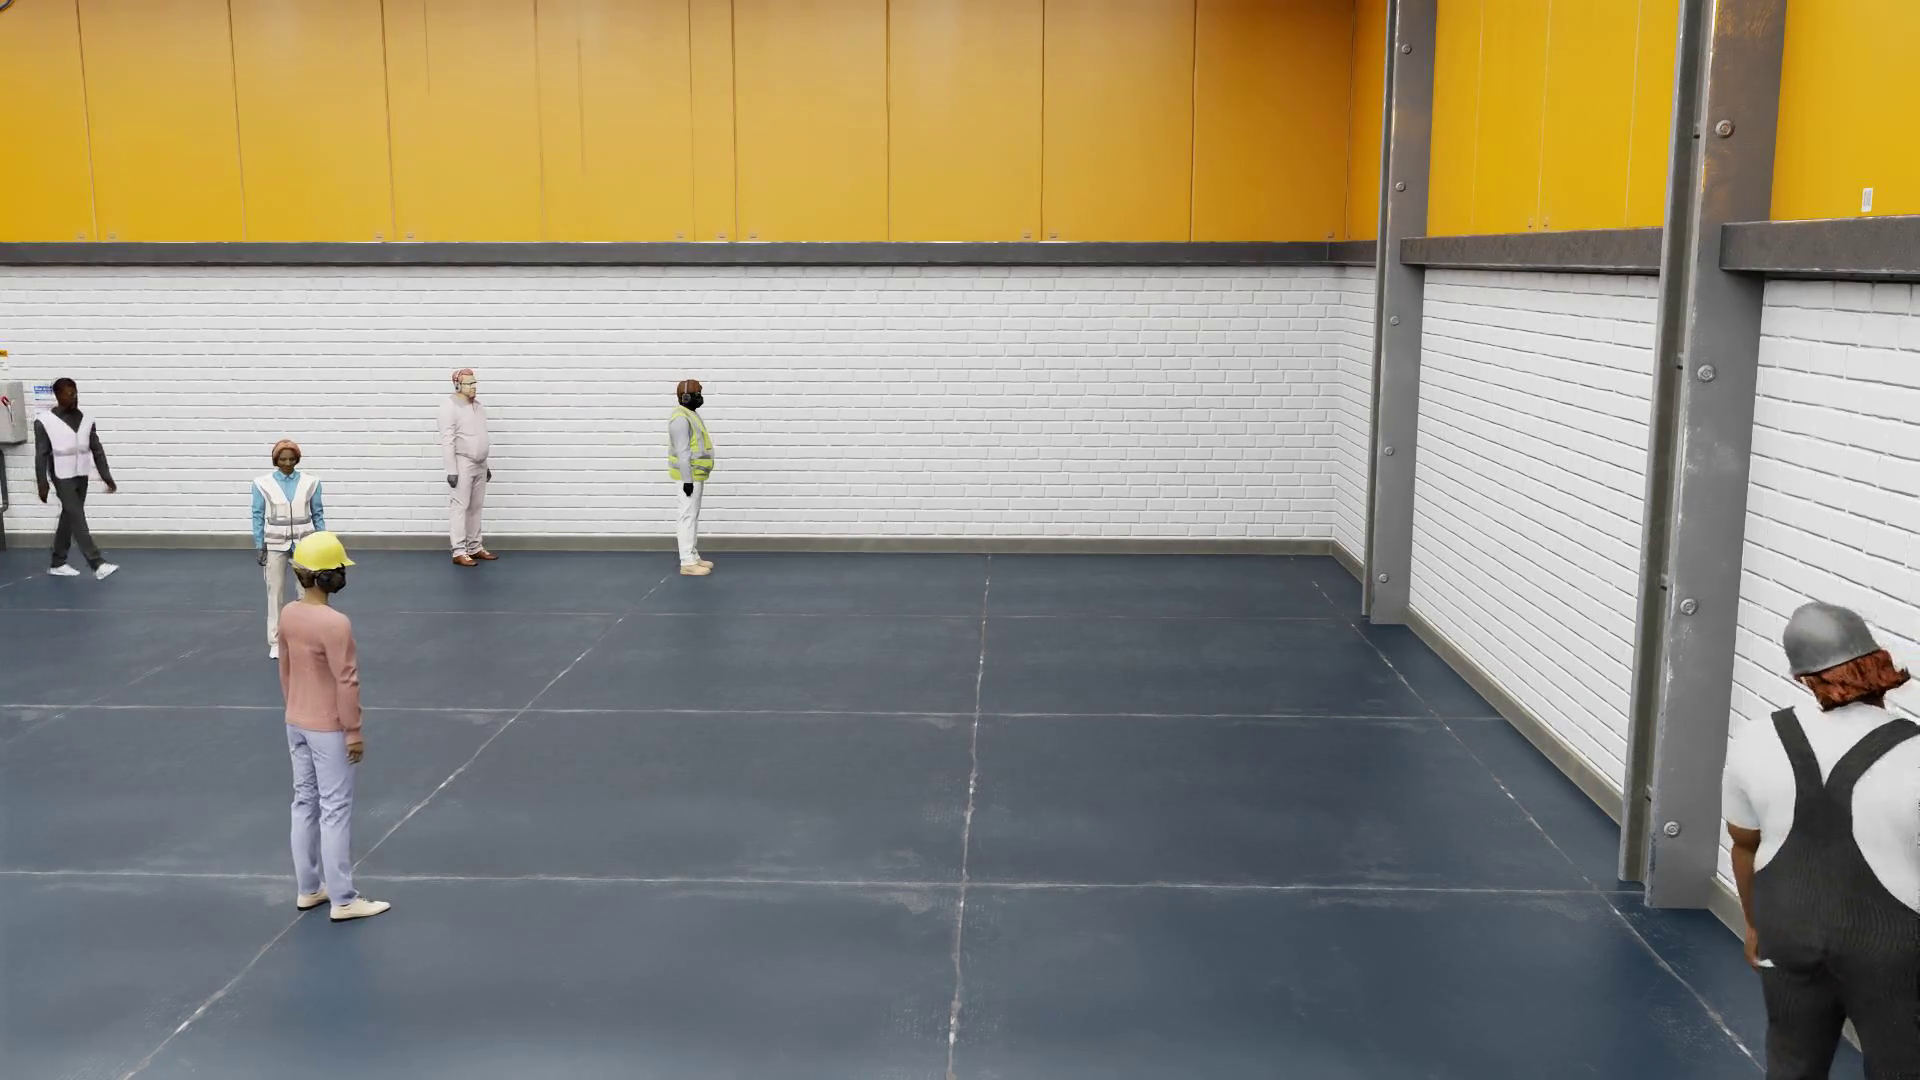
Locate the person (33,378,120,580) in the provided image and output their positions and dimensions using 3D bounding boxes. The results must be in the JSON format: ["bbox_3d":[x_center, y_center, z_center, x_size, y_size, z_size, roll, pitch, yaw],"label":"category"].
[{"bbox_3d":[-8.163,-0.549,15.404,0.979,1.843,0.609,4,10,20],"label":"person"}]

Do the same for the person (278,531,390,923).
[{"bbox_3d":[-2.869,0.837,7.538,0.526,1.769,0.329,8,12,38],"label":"person"}]

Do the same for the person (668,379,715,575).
[{"bbox_3d":[-2.531,-0.597,15.720,0.429,1.844,0.626,0,10,-2],"label":"person"}]

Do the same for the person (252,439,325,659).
[{"bbox_3d":[-5.015,0.062,12.457,0.513,1.638,0.309,-6,11,-31],"label":"person"}]

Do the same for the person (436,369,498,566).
[{"bbox_3d":[-4.780,-0.711,16.195,0.409,1.907,0.650,3,10,17],"label":"person"}]
